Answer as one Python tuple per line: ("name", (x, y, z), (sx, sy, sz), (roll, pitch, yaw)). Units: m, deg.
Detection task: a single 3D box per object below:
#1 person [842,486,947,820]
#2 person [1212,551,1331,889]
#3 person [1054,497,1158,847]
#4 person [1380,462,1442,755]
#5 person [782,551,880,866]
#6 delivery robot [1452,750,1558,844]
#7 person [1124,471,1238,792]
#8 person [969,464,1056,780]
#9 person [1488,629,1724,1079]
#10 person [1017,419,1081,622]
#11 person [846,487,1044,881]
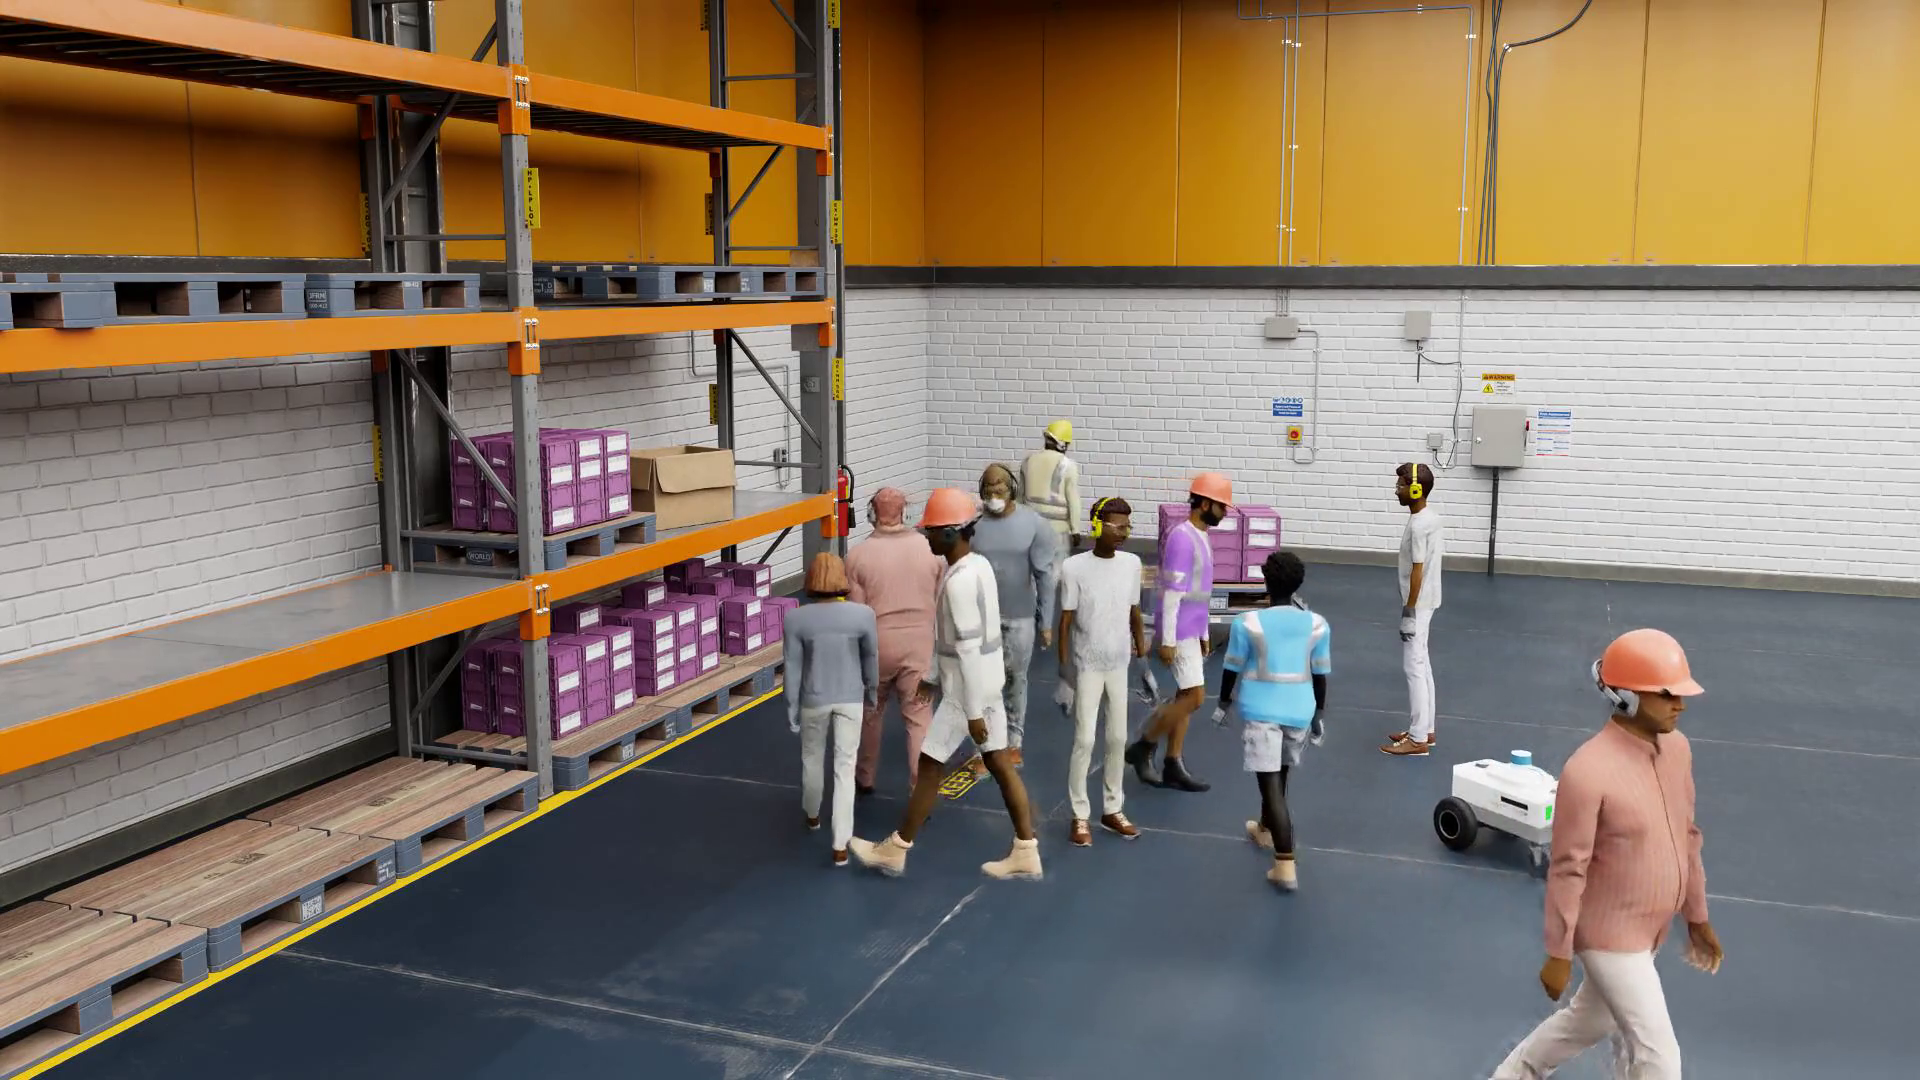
("person", (-0.374, 0.619, 9.438), (0.624, 1.851, 0.968), (-3, 9, -16))
("person", (1.593, 0.878, 8.424), (0.539, 1.652, 0.865), (-2, 9, -14))
("person", (0.778, 0.699, 8.914), (0.597, 1.852, 0.352), (-4, 10, -26))
("person", (2.888, 0.434, 10.568), (0.318, 1.860, 0.509), (4, 10, 22))
("person", (-0.679, 0.848, 8.794), (0.508, 1.595, 0.841), (-1, 9, -4))
("delivery robot", (2.911, 1.340, 8.657), (0.477, 0.478, 0.707), (-5, 10, -28))
("person", (1.339, 0.543, 9.776), (0.537, 1.894, 0.622), (3, 10, 19))
("person", (0.255, 0.490, 10.043), (0.661, 1.903, 0.753), (1, 9, 7))
("person", (2.101, 1.221, 5.363), (0.608, 1.955, 1.032), (-8, 12, -43))
("person", (0.732, -0.141, 14.351), (0.644, 1.799, 0.597), (7, 12, 39))
("person", (-0.044, 0.730, 8.295), (1.020, 1.981, 0.605), (2, 9, 15))
